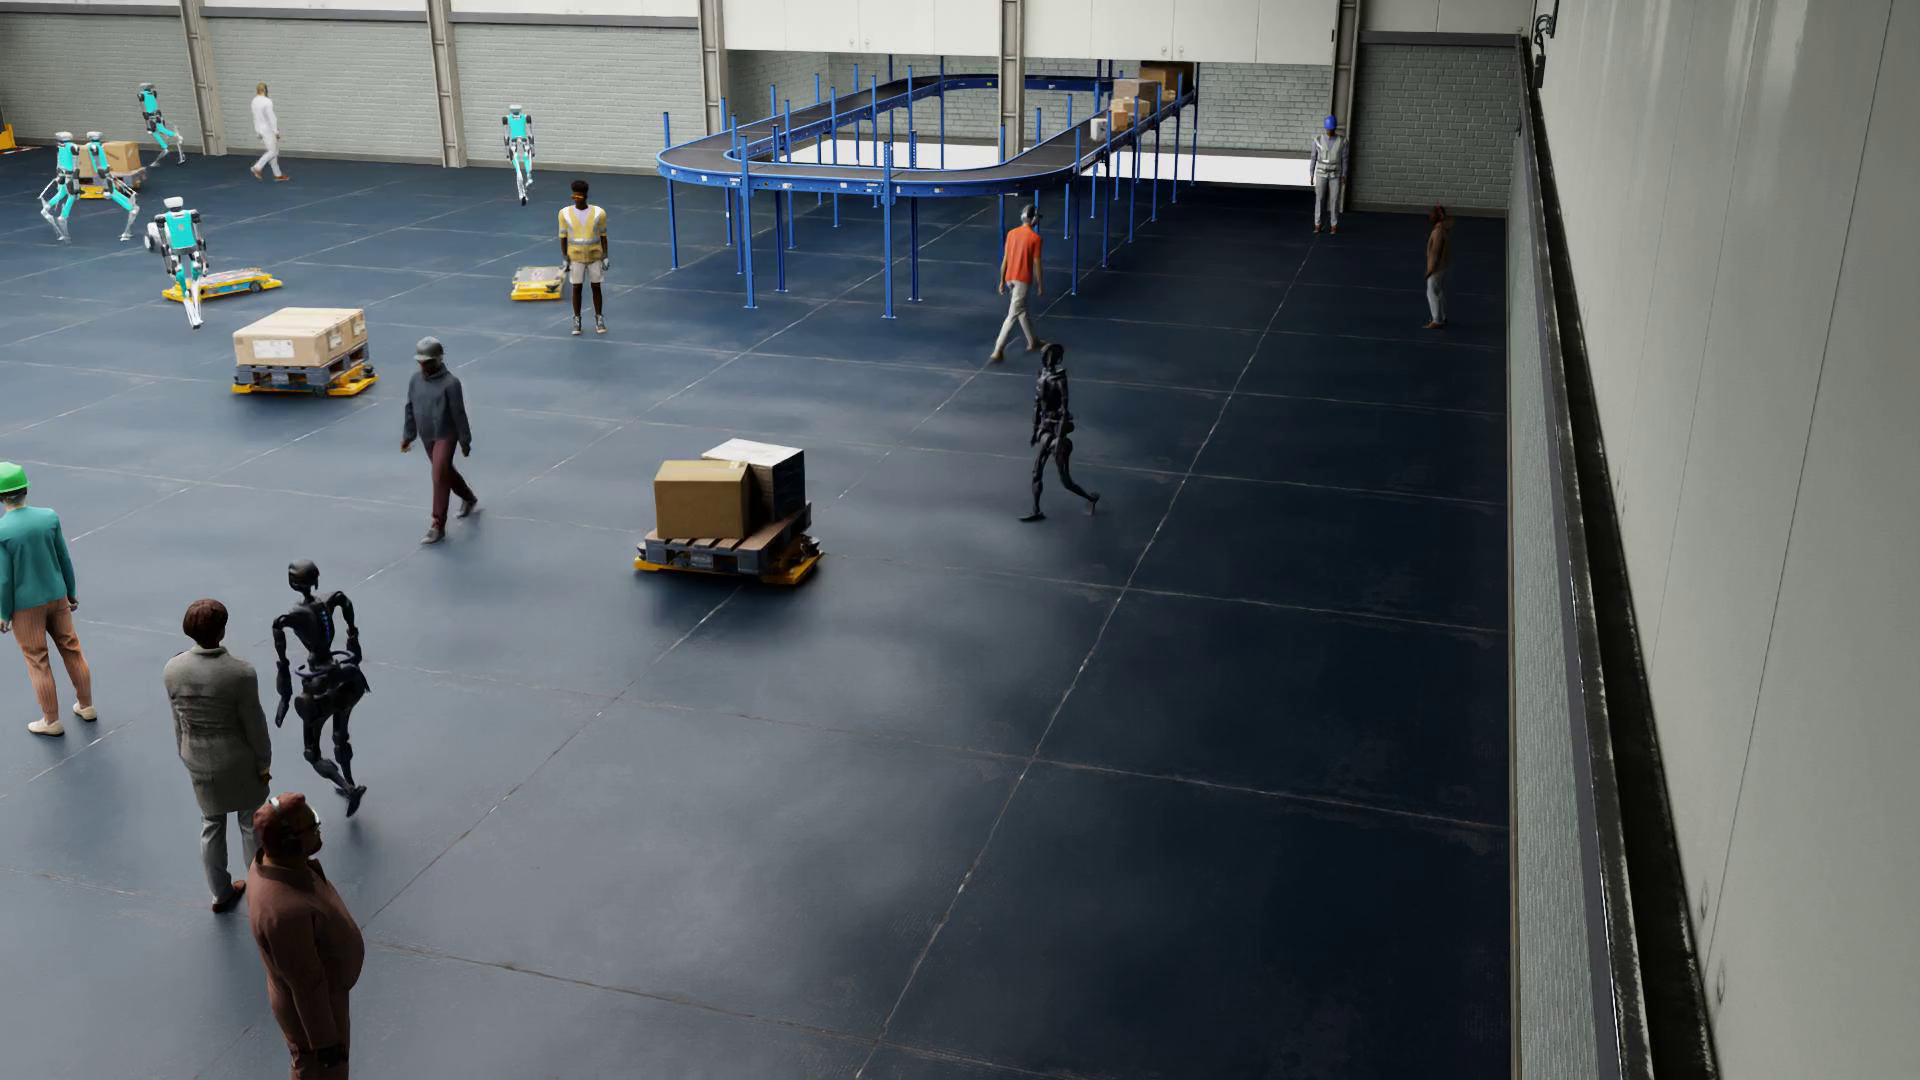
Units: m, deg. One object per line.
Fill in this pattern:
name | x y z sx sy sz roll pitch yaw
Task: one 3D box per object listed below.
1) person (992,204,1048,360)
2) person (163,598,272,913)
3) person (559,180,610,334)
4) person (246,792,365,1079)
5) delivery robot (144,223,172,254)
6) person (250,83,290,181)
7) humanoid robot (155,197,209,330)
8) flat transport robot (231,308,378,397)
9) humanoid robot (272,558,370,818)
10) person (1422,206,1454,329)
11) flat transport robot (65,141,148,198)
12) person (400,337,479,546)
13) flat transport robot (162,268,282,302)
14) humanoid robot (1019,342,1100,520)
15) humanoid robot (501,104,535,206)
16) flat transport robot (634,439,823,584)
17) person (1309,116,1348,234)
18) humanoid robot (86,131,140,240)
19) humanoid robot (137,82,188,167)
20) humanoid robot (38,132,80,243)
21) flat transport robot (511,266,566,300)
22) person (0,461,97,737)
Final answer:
person | 0.711 -3.113 20.101 0.489 1.832 1.066 17 27 37
person | -3.950 1.181 8.968 0.498 1.825 0.370 0 21 1
person | -4.768 -3.608 21.181 0.606 1.963 0.370 -5 22 -13
person | -2.675 1.913 6.937 0.412 1.913 0.640 -11 24 -26
delivery robot | -12.539 -4.841 26.295 0.744 0.564 0.499 20 28 41
person | -13.661 -7.971 32.591 0.693 1.895 0.710 18 27 39
humanoid robot | -9.941 -3.542 21.303 0.554 1.740 0.966 -14 25 -32
flat transport robot | -7.449 -1.835 18.937 1.431 0.231 0.659 2 21 5
humanoid robot | -3.766 0.875 9.954 0.525 1.634 0.601 15 26 33
person | 6.159 -3.511 21.403 0.328 1.611 0.591 10 23 24
flat transport robot | -16.088 -6.651 31.428 0.659 0.231 1.431 -3 21 -8
person | -4.531 -0.932 14.508 0.549 1.768 0.924 9 23 22
flat transport robot | -10.435 -3.605 23.527 0.659 0.231 1.431 17 27 37
humanoid robot | 0.886 -0.963 14.789 0.741 1.647 0.584 -10 23 -25
humanoid robot | -7.969 -6.971 30.249 0.541 1.784 0.915 -7 22 -18
flat transport robot | -1.924 0.111 13.889 1.431 0.231 0.659 6 22 14
person | 6.102 -6.055 27.579 0.612 1.933 0.413 3 21 8
humanoid robot | -13.692 -5.765 27.057 0.709 1.750 0.538 -8 22 -19
humanoid robot | -16.422 -8.536 34.366 1.034 1.781 0.540 3 21 8
humanoid robot | -14.497 -5.574 26.757 0.541 1.886 0.797 12 24 29
flat transport robot | -5.992 -3.663 23.678 0.659 0.231 1.431 -3 21 -8
person | -6.077 0.389 10.939 0.356 1.871 0.530 13 24 30
